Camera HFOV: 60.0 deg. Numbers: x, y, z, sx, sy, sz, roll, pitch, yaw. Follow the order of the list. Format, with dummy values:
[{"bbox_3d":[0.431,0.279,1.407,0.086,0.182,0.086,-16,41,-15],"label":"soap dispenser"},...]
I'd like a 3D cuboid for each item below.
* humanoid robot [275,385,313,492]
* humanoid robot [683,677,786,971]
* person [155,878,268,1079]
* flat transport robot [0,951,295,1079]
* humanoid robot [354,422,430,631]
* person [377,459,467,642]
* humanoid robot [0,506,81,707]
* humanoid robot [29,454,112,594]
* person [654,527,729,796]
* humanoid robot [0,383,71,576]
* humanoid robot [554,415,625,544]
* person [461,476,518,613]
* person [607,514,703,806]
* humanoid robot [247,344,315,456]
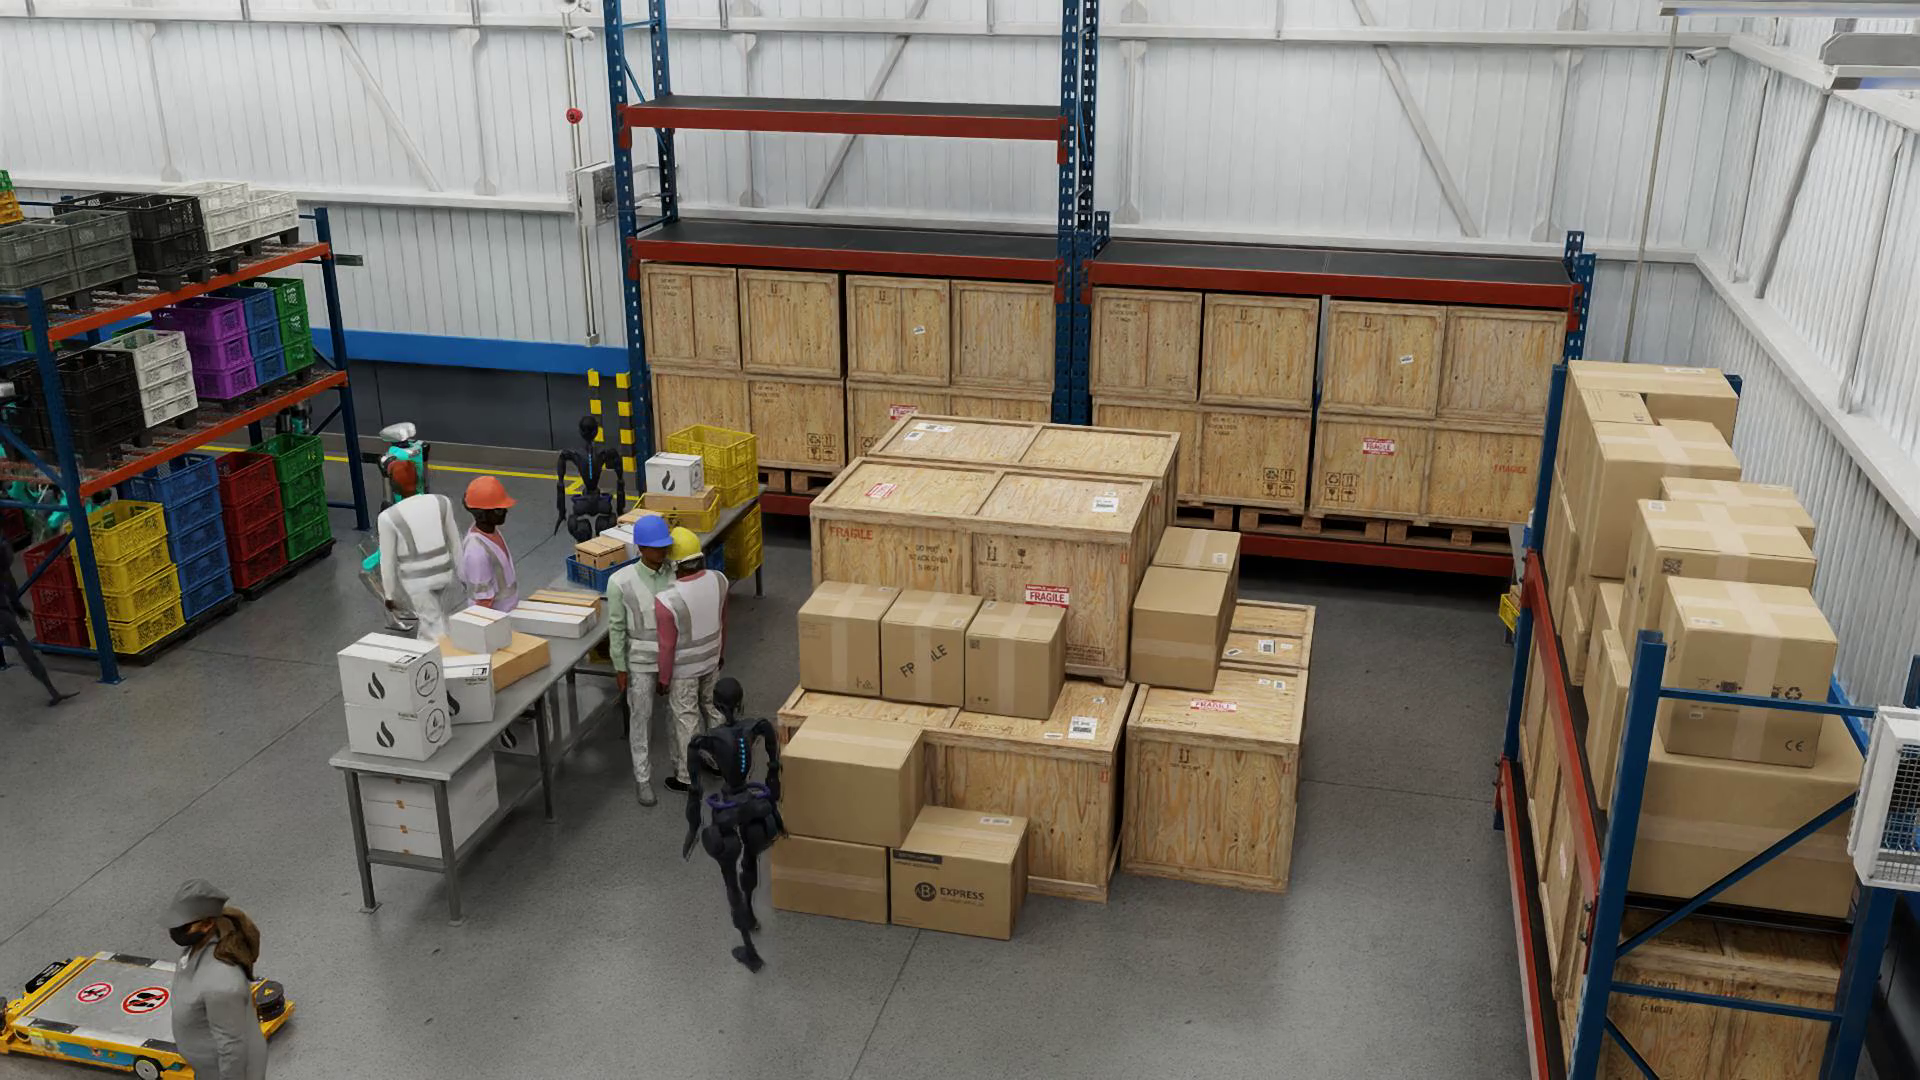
[{"bbox_3d":[-6.459,-1.171,16.131,0.304,1.650,0.612,-3,21,-8],"label":"humanoid robot"},{"bbox_3d":[-1.257,1.516,9.136,0.596,1.636,0.687,-14,25,-32],"label":"humanoid robot"},{"bbox_3d":[-3.129,2.220,7.133,0.397,1.769,0.568,-13,24,-30],"label":"person"},{"bbox_3d":[-4.270,2.464,8.601,1.431,0.231,0.659,5,22,13],"label":"flat transport robot"},{"bbox_3d":[-4.537,-0.122,13.164,0.736,1.694,0.530,7,22,18],"label":"humanoid robot"},{"bbox_3d":[-3.905,0.293,12.109,1.002,1.821,0.600,16,26,36],"label":"person"},{"bbox_3d":[-6.843,0.504,11.821,0.819,1.617,0.596,-4,21,-11],"label":"humanoid robot"},{"bbox_3d":[-7.445,-0.362,13.940,0.568,1.767,0.891,3,21,8],"label":"humanoid robot"},{"bbox_3d":[-1.754,0.783,10.805,0.404,1.833,0.589,15,26,34],"label":"person"},{"bbox_3d":[-7.995,-0.531,14.408,0.537,1.829,0.661,3,21,9],"label":"humanoid robot"},{"bbox_3d":[-3.058,-0.221,13.740,0.598,1.616,0.835,-6,22,-14],"label":"humanoid robot"},{"bbox_3d":[-3.088,0.540,11.151,0.374,2.041,0.614,-3,21,-8],"label":"person"},{"bbox_3d":[-1.952,0.755,10.715,0.612,1.950,0.376,-13,24,-30],"label":"person"},{"bbox_3d":[-6.524,-1.099,15.860,0.845,1.750,0.553,1,21,3],"label":"humanoid robot"}]
